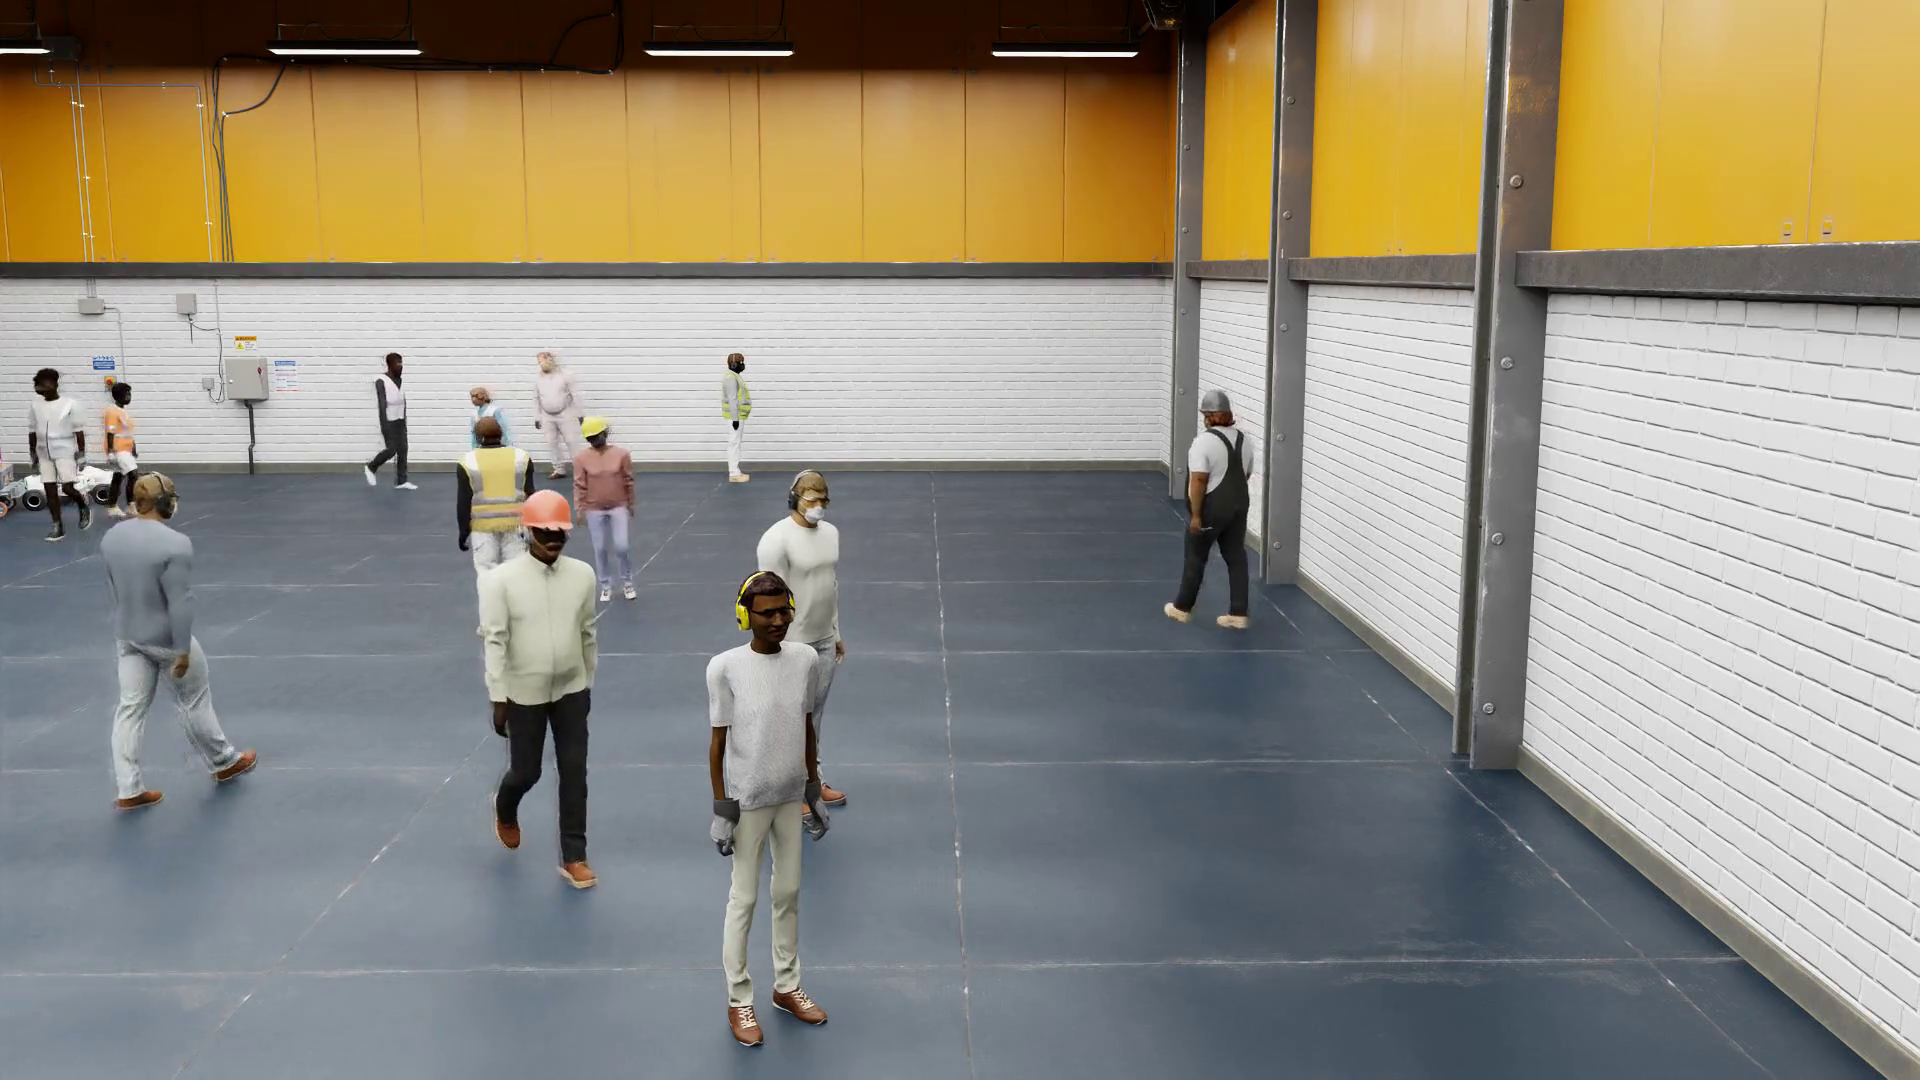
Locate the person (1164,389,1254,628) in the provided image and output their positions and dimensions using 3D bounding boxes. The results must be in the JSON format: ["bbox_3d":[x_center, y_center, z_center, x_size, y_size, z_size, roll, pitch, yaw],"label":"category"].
[{"bbox_3d":[2.132,-0.281,14.148,0.715,2.000,0.896,-6,11,-35],"label":"person"}]

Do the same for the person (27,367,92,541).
[{"bbox_3d":[-10.127,-0.978,18.692,0.611,1.948,0.566,0,9,1],"label":"person"}]

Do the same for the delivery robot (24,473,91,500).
[{"bbox_3d":[-11.412,-0.713,21.052,0.707,0.478,0.477,-2,9,-15],"label":"delivery robot"}]

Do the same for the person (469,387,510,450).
[{"bbox_3d":[-5.751,-1.058,20.265,0.611,1.600,0.580,-9,13,-42],"label":"person"}]

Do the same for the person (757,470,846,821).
[{"bbox_3d":[-0.863,0.569,9.266,0.372,1.935,0.627,6,11,32],"label":"person"}]

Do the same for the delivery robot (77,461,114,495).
[{"bbox_3d":[-11.296,-0.782,21.474,0.707,0.478,0.477,-3,10,-17],"label":"delivery robot"}]

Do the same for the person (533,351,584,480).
[{"bbox_3d":[-5.764,-1.785,23.927,0.750,1.864,0.477,1,9,7],"label":"person"}]

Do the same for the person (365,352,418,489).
[{"bbox_3d":[-7.861,-1.635,22.885,0.644,1.898,0.609,3,10,18],"label":"person"}]

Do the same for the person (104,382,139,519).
[{"bbox_3d":[-10.104,-1.070,20.106,0.611,1.657,0.634,-2,9,-11],"label":"person"}]

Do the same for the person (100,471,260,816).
[{"bbox_3d":[-4.505,0.548,9.492,0.651,1.892,0.969,3,10,17],"label":"person"}]

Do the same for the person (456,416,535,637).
[{"bbox_3d":[-3.815,-0.092,13.694,0.650,1.847,0.435,-4,10,-25],"label":"person"}]

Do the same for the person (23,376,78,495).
[{"bbox_3d":[-12.143,-1.421,22.336,0.875,1.645,0.541,-3,10,-17],"label":"person"}]

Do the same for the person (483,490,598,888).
[{"bbox_3d":[-2.094,0.714,8.263,0.622,1.974,0.727,-7,12,-36],"label":"person"}]

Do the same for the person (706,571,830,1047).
[{"bbox_3d":[-0.749,1.038,6.583,0.518,1.872,0.326,-7,12,-37],"label":"person"}]

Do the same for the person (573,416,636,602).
[{"bbox_3d":[-3.226,-0.277,15.075,0.542,1.725,0.504,-2,10,-13],"label":"person"}]

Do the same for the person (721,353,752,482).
[{"bbox_3d":[-3.186,-1.750,23.765,0.429,1.842,0.634,-1,9,-5],"label":"person"}]
